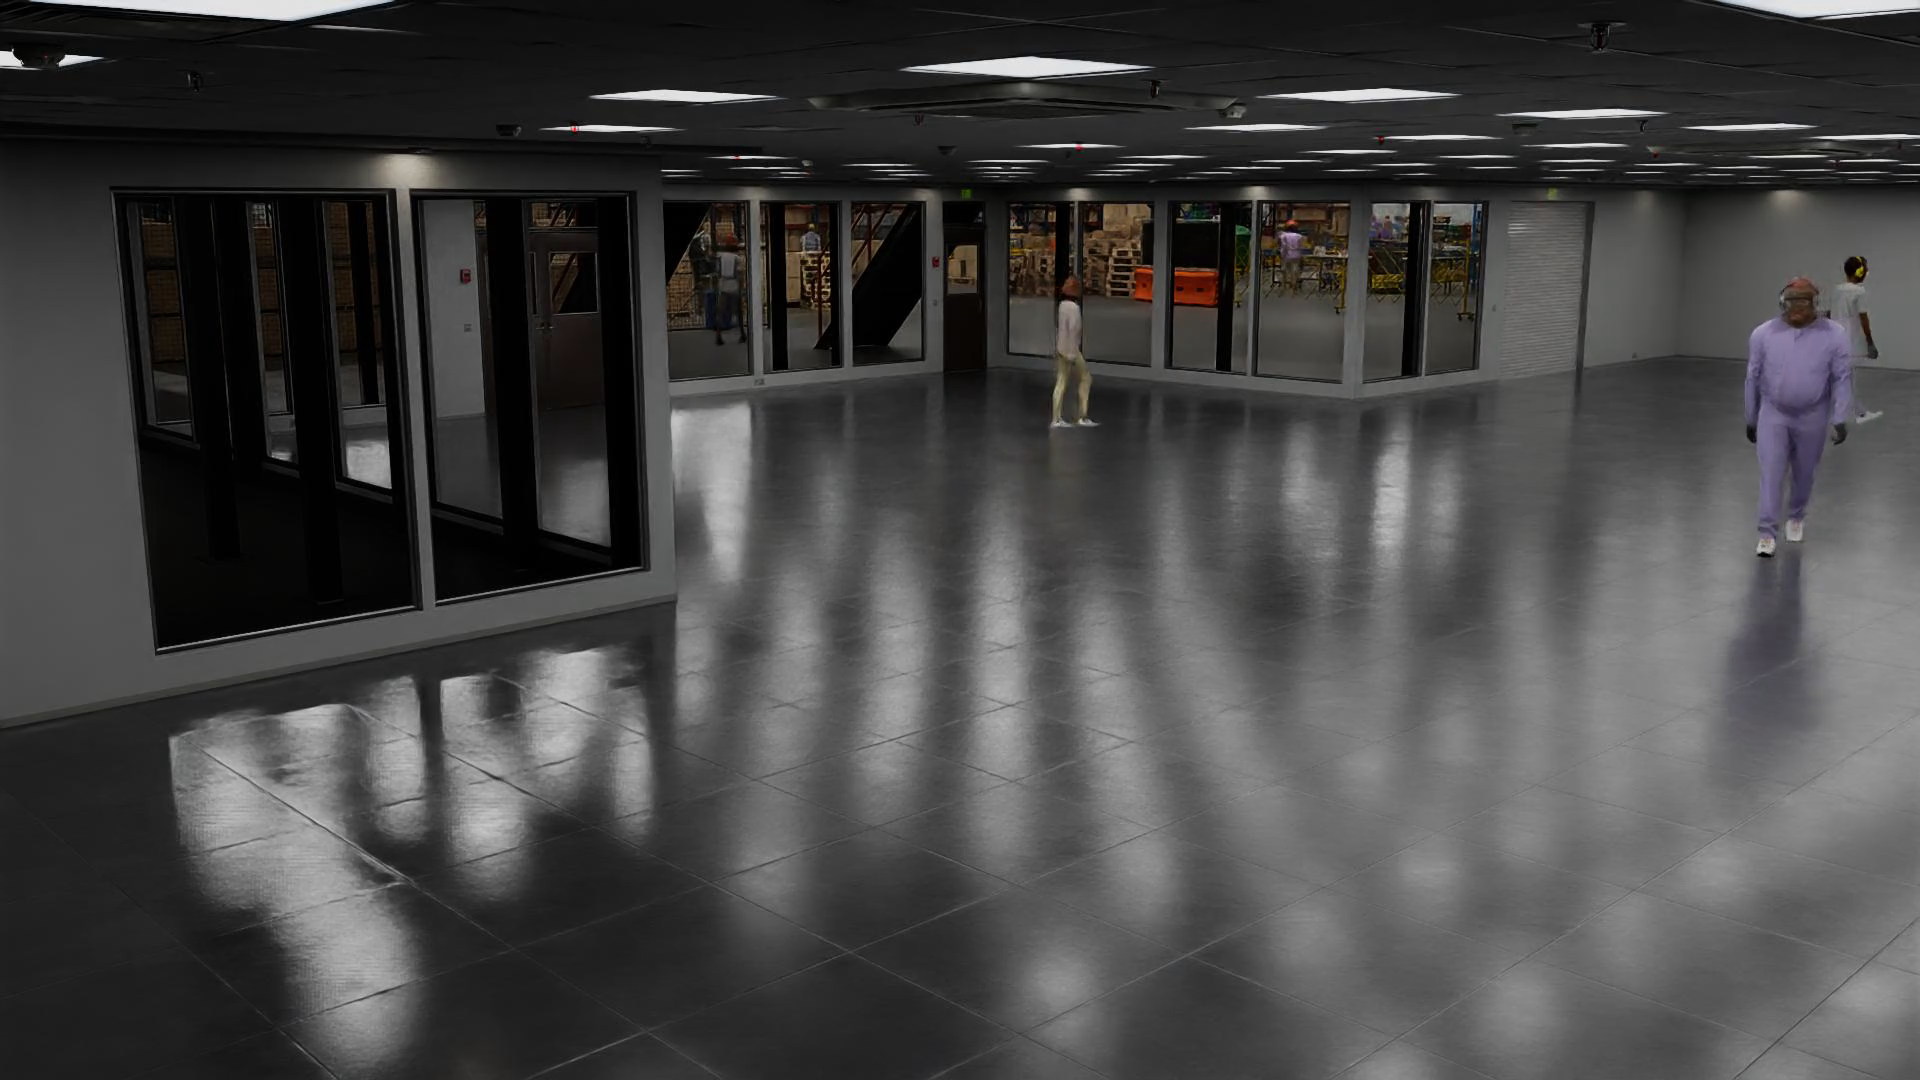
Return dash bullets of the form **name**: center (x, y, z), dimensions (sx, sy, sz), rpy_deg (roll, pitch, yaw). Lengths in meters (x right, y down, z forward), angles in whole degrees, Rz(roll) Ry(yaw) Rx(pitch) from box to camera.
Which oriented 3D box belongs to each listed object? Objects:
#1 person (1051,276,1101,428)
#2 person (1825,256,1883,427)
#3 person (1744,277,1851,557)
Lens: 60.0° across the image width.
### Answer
- **person**: center (1.249, -1.984, 17.649), dimensions (0.620, 1.613, 0.503), rpy_deg (-4, 12, -18)
- **person**: center (9.454, -2.094, 17.680), dimensions (0.991, 1.817, 0.505), rpy_deg (-1, 11, -6)
- **person**: center (5.706, -0.859, 11.378), dimensions (0.647, 1.870, 0.959), rpy_deg (5, 13, 25)
